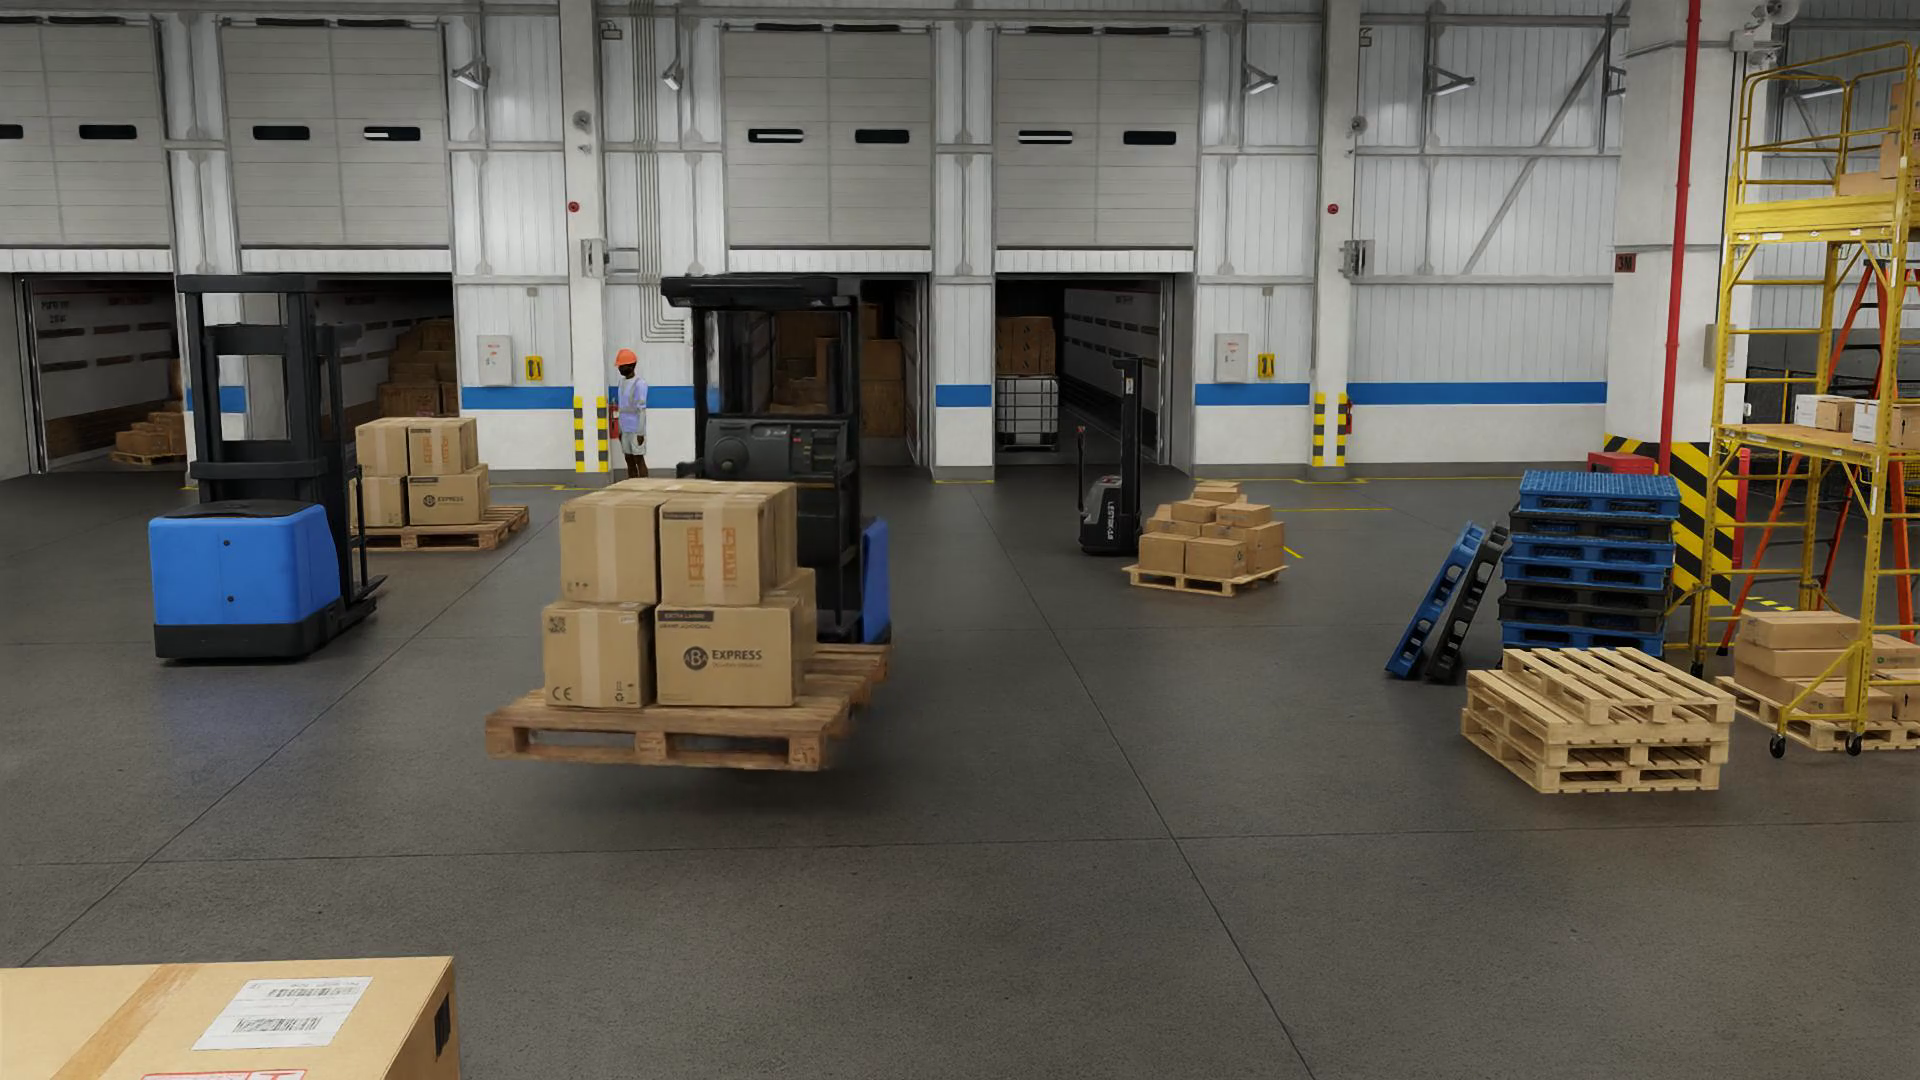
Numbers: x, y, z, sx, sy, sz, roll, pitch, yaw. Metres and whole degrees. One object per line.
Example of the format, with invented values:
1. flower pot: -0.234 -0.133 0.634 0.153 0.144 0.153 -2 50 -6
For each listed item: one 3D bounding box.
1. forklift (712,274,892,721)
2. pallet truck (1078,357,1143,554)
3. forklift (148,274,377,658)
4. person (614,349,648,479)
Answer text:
1. forklift: -1.129 -0.376 11.105 1.129 2.768 1.873 1 9 8
2. pallet truck: 2.088 -0.836 16.757 1.885 1.965 0.823 2 9 13
3. forklift: -5.348 -0.627 12.681 1.129 2.768 1.873 -1 9 -4
4. person: -4.019 -1.362 20.283 0.389 1.930 0.544 -8 12 -41
